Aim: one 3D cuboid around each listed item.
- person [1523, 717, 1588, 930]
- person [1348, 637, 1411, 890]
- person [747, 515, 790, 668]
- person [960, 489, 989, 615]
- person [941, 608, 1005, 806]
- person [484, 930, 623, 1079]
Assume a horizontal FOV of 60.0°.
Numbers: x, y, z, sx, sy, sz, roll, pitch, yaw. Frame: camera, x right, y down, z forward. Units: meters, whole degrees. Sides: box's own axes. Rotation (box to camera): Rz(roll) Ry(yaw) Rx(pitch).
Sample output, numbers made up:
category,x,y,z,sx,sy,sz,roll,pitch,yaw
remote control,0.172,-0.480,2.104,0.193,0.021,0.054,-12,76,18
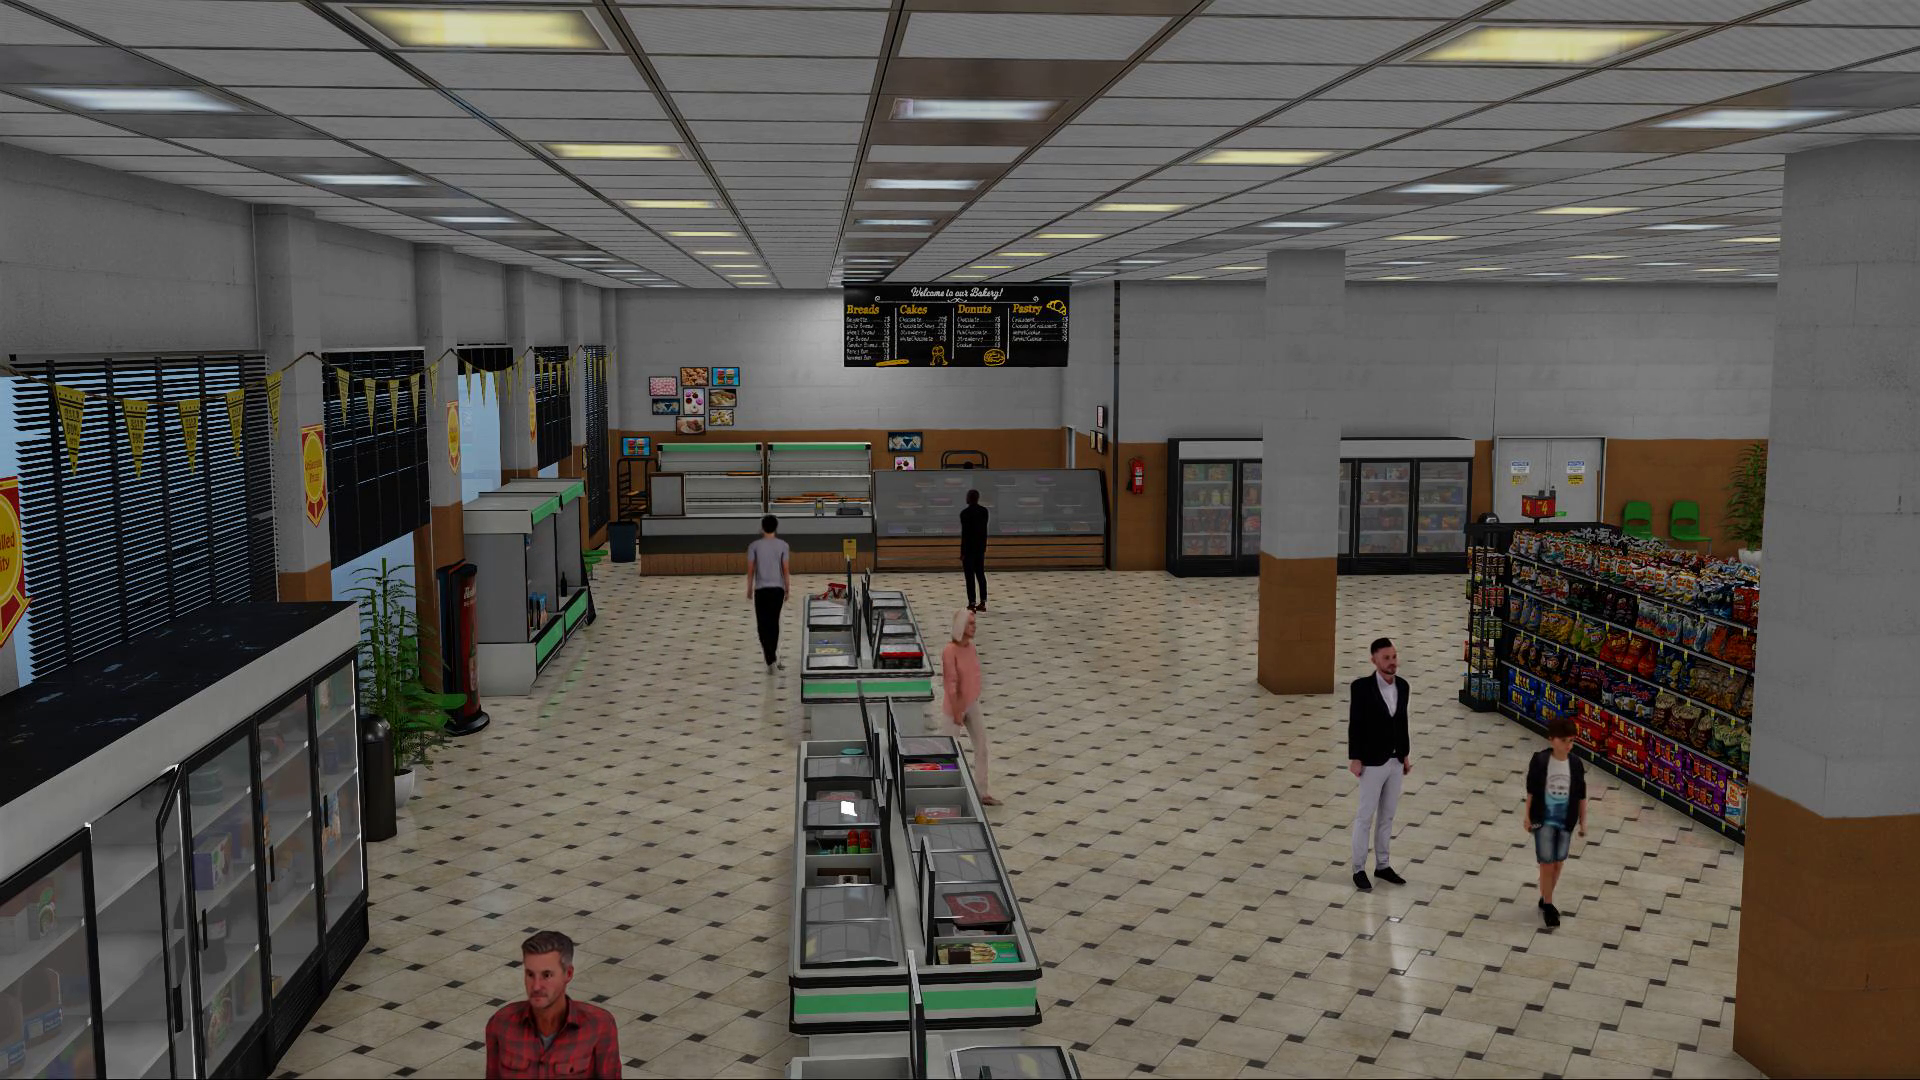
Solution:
category,x,y,z,sx,sy,sz,roll,pitch,yaw
person,4.083,1.920,11.511,0.546,1.427,0.726,0,7,-4
person,3.087,1.621,12.247,0.716,1.844,0.656,-3,7,-21
person,-2.335,0.645,20.337,0.732,1.840,1.079,-1,7,-10
person,0.202,0.160,24.443,0.830,1.817,0.782,6,9,42
person,-0.068,1.450,14.306,1.124,1.689,1.098,5,9,37
person,-1.534,2.351,6.258,0.699,1.831,0.564,0,7,0
